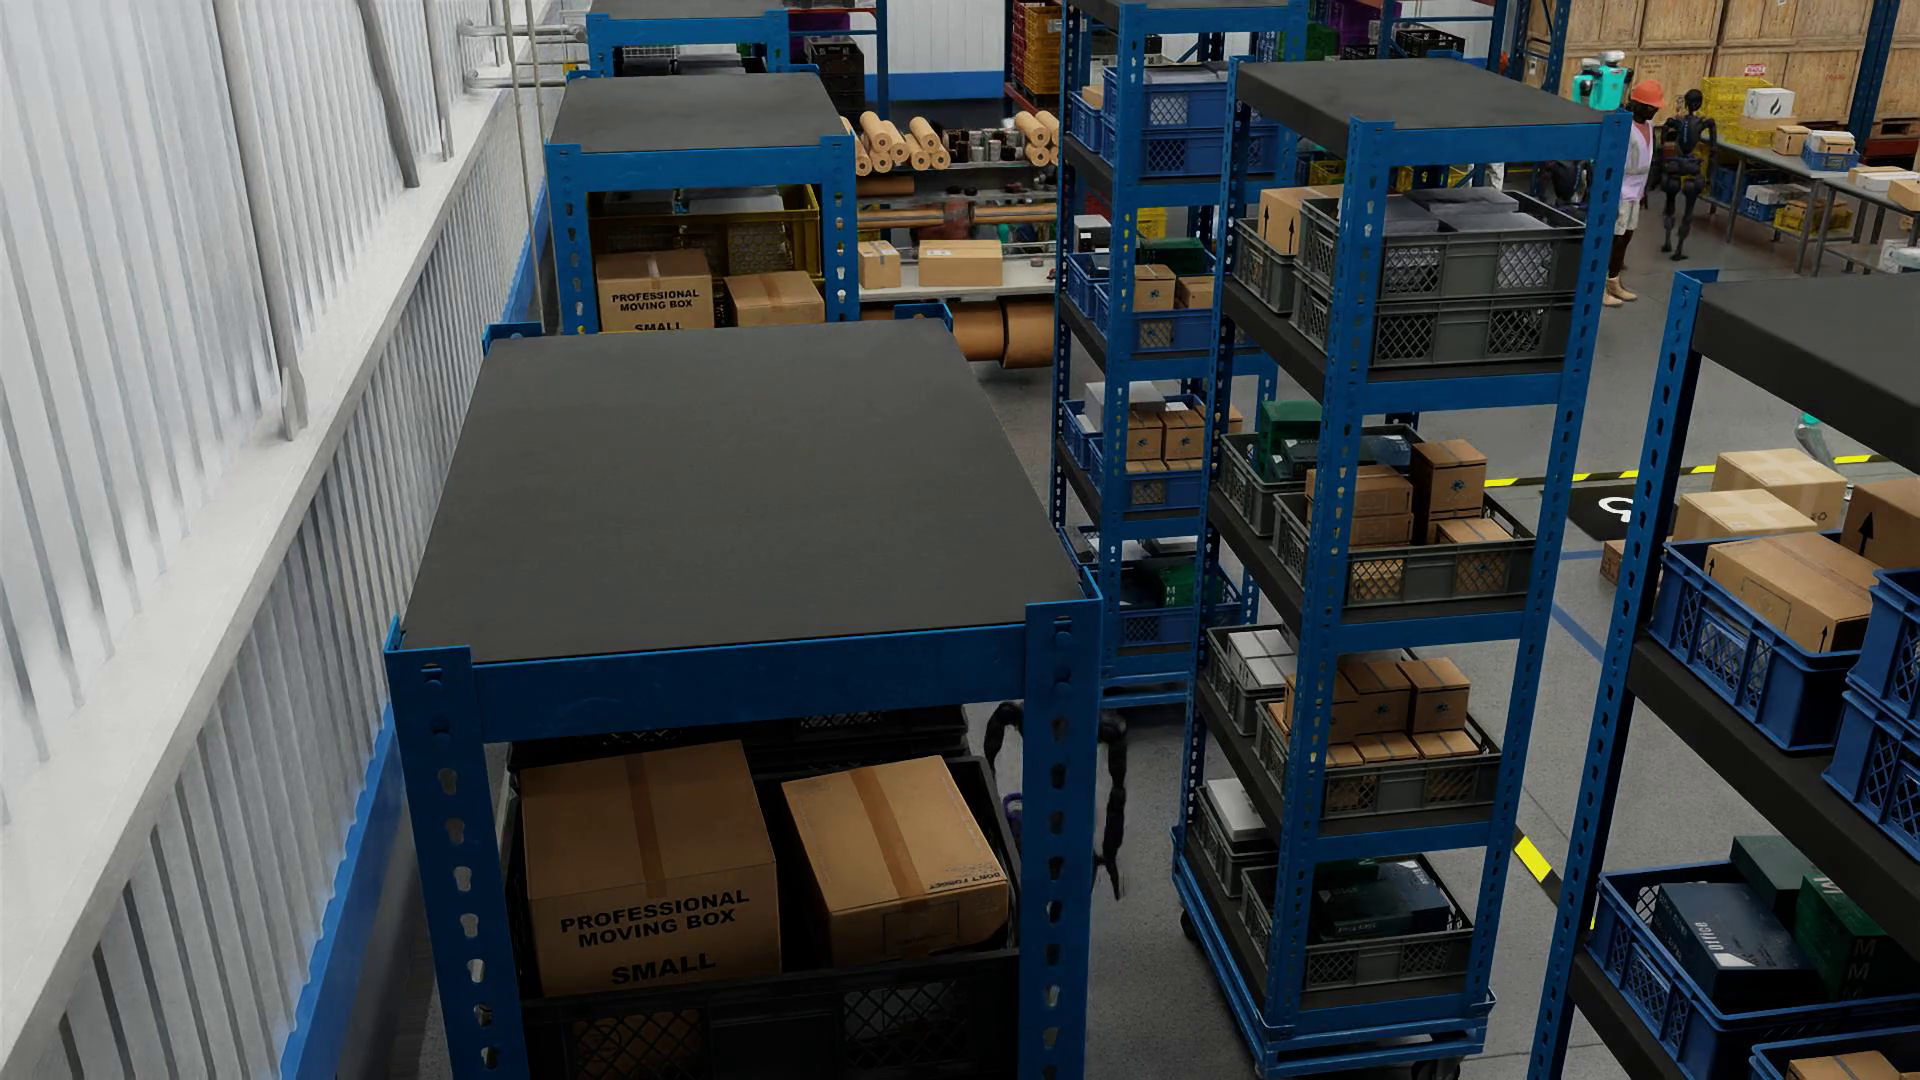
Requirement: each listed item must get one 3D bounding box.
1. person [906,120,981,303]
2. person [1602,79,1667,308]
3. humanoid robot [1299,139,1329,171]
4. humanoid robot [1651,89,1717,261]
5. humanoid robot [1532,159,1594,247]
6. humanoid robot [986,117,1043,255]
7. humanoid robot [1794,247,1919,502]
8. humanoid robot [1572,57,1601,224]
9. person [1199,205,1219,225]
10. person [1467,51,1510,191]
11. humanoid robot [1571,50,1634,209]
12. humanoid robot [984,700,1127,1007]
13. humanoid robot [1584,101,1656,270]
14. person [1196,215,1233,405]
[{"bbox_3d":[-0.123,-2.492,13.740,0.692,1.927,0.379,-11,27,-23],"label":"person"},{"bbox_3d":[6.012,-3.107,14.948,0.397,2.033,0.612,21,32,38],"label":"person"},{"bbox_3d":[4.043,-4.498,18.426,0.769,1.859,0.539,4,25,9],"label":"humanoid robot"},{"bbox_3d":[7.168,-3.612,16.460,0.600,1.639,0.389,17,29,32],"label":"humanoid robot"},{"bbox_3d":[5.305,-2.809,14.706,0.608,1.647,0.328,-8,26,-18],"label":"humanoid robot"},{"bbox_3d":[0.433,-2.988,15.093,0.550,1.767,1.033,-6,25,-12],"label":"humanoid robot"},{"bbox_3d":[5.774,-1.104,10.781,0.735,1.676,0.533,14,28,28],"label":"humanoid robot"},{"bbox_3d":[6.746,-4.173,17.661,0.657,1.838,0.541,4,25,10],"label":"humanoid robot"},{"bbox_3d":[2.427,-3.389,15.785,0.429,1.840,0.635,-9,26,-19],"label":"person"},{"bbox_3d":[5.526,-4.144,17.373,0.573,1.884,0.356,4,25,9],"label":"person"},{"bbox_3d":[6.917,-4.511,18.299,0.537,1.760,0.676,-7,26,-16],"label":"humanoid robot"},{"bbox_3d":[0.308,1.118,6.196,0.604,1.632,0.317,7,26,15],"label":"humanoid robot"},{"bbox_3d":[6.351,-3.416,16.059,0.611,1.641,0.387,9,26,18],"label":"humanoid robot"},{"bbox_3d":[1.672,-1.265,11.154,0.371,1.852,0.588,-3,25,-7],"label":"person"}]
